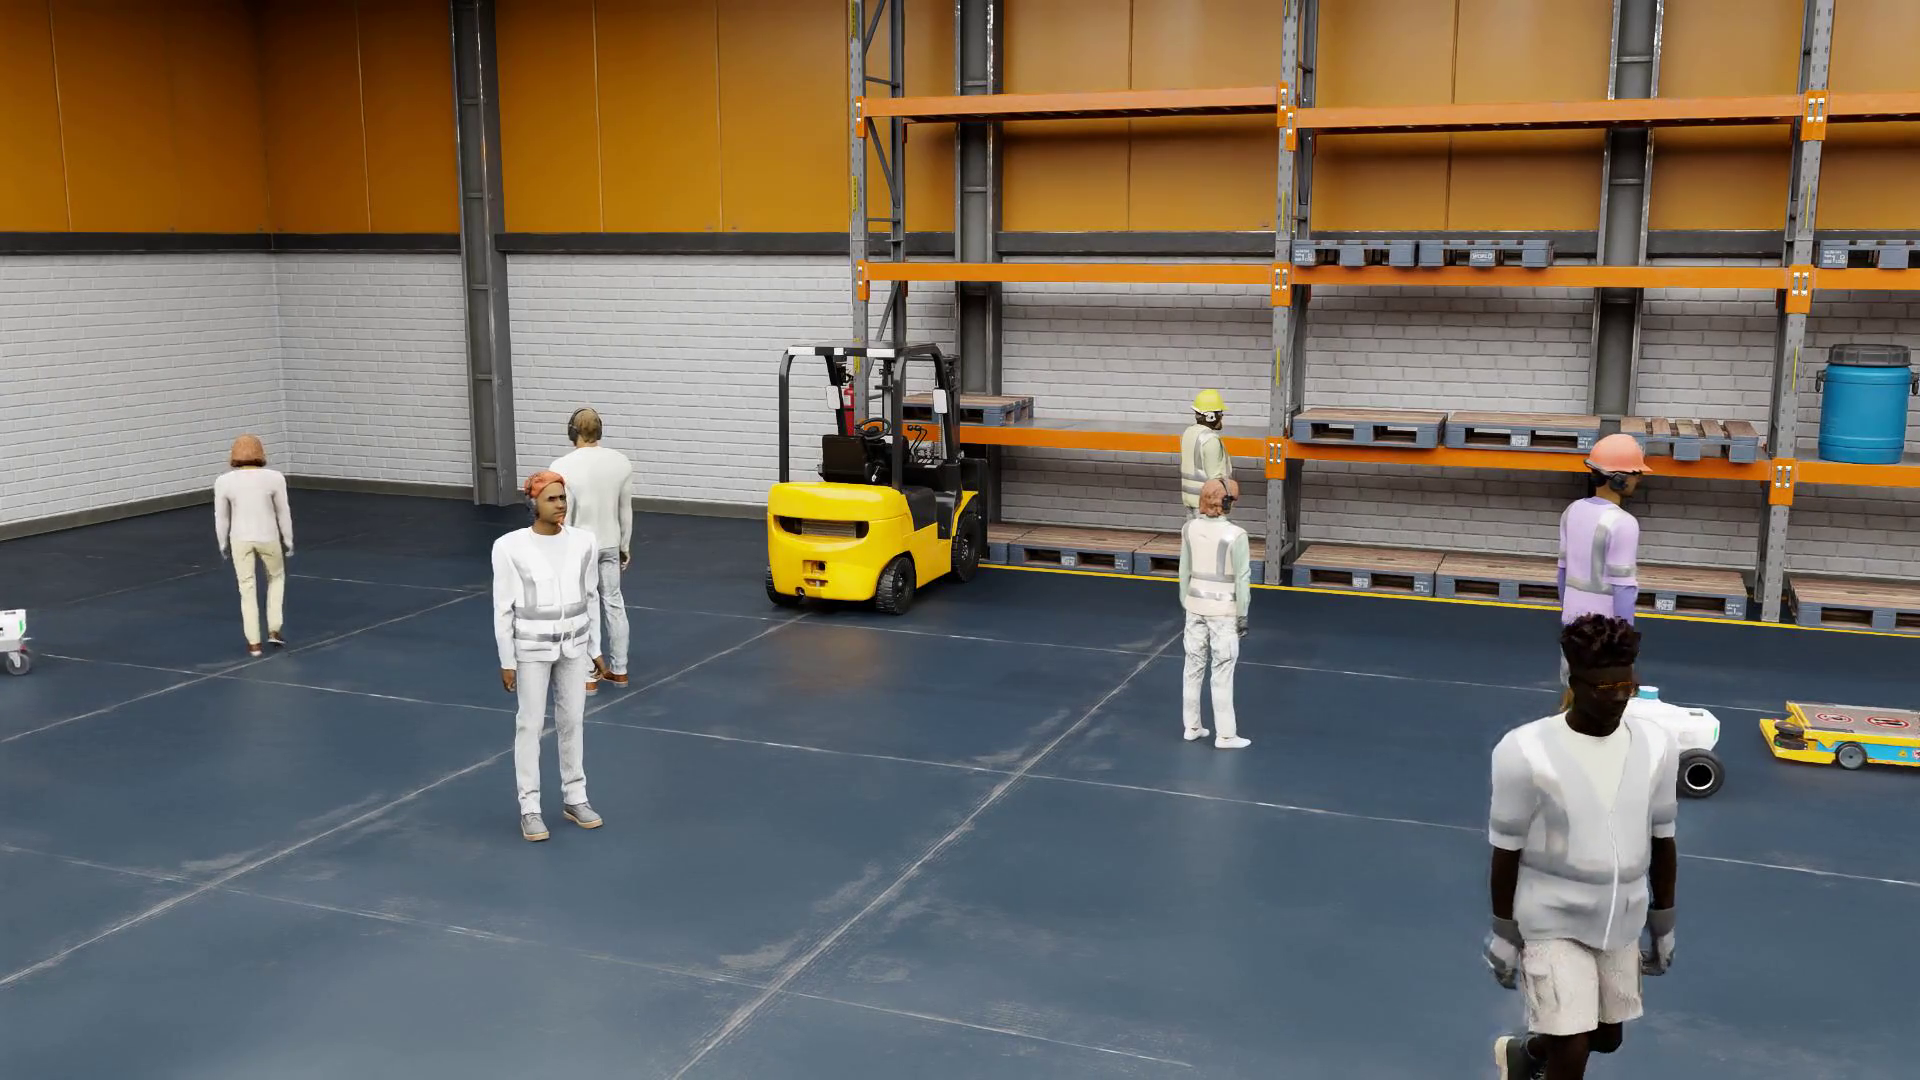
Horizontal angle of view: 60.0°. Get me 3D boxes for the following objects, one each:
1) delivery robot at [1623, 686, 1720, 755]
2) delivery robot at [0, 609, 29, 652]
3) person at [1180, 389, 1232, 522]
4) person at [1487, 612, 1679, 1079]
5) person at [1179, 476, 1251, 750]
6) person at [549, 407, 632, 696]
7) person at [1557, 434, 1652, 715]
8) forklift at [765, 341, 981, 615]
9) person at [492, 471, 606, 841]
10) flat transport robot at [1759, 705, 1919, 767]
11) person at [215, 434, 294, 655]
[{"bbox_3d":[3.830,1.061,9.289,0.707,0.478,0.477,2,10,9],"label":"delivery robot"},{"bbox_3d":[-6.929,0.640,11.635,0.707,0.478,0.477,-5,12,-28],"label":"delivery robot"},{"bbox_3d":[2.029,-0.325,13.706,0.403,1.834,0.589,-3,11,-17],"label":"person"},{"bbox_3d":[1.915,1.148,5.221,0.610,1.940,0.837,-2,10,-10],"label":"person"},{"bbox_3d":[1.525,0.438,9.996,0.314,1.641,0.515,-8,13,-39],"label":"person"},{"bbox_3d":[-2.479,0.074,11.193,0.354,1.938,0.635,9,14,42],"label":"person"},{"bbox_3d":[3.375,0.458,8.757,0.394,2.044,0.609,-2,10,-9],"label":"person"},{"bbox_3d":[-0.739,-0.602,14.246,1.214,2.155,2.313,4,11,21],"label":"forklift"},{"bbox_3d":[-2.092,0.581,8.521,0.576,1.885,0.355,-8,13,-38],"label":"person"},{"bbox_3d":[5.527,1.165,9.760,1.431,0.197,0.652,3,11,17],"label":"flat transport robot"},{"bbox_3d":[-5.224,0.026,12.323,0.535,1.611,0.494,-3,11,-16],"label":"person"}]
